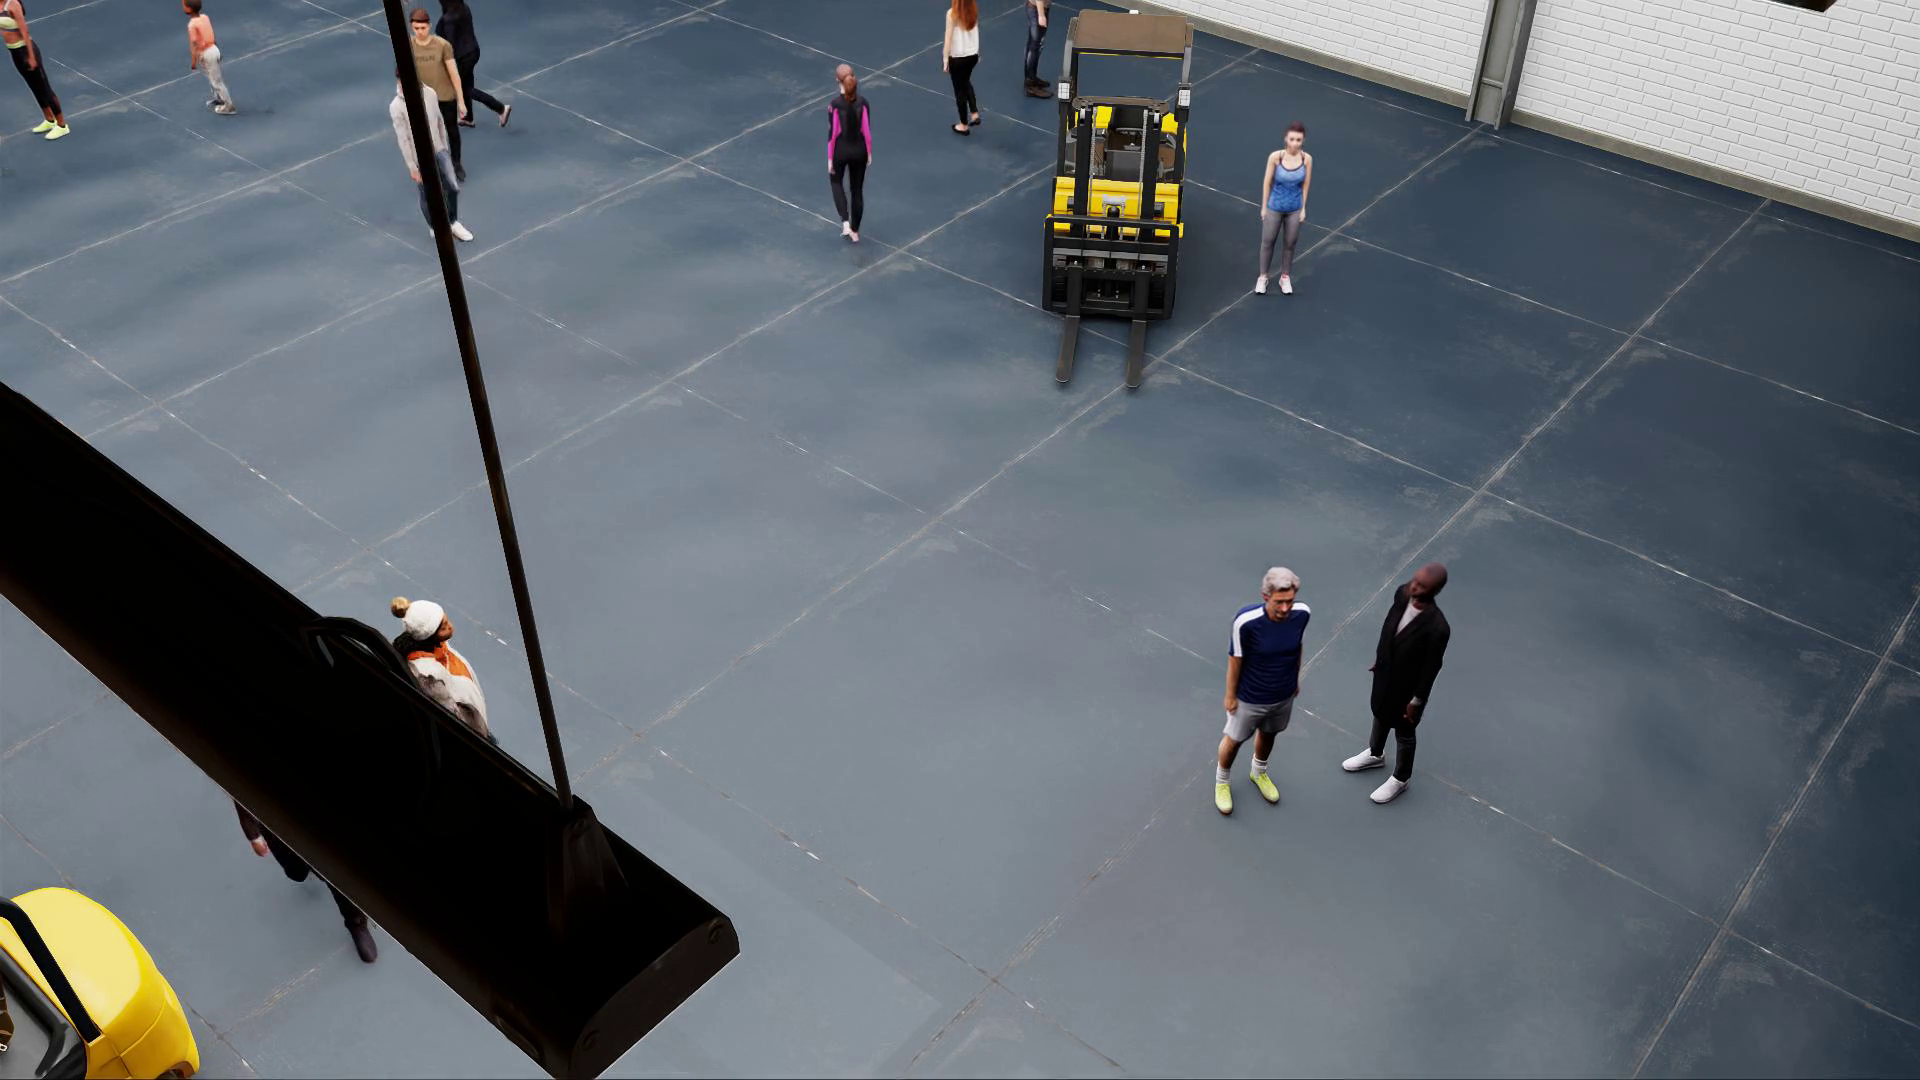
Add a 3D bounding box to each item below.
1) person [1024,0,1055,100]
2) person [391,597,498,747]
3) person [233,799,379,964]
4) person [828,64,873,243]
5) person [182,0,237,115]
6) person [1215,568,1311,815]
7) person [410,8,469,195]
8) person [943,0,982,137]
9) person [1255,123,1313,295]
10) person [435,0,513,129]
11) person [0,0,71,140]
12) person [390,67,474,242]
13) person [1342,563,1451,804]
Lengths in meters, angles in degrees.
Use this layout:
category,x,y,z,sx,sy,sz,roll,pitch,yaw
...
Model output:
category,x,y,z,sx,sy,sz,roll,pitch,yaw
person,0.845,-5.835,18.228,0.819,1.900,0.774,-1,39,-1
person,-3.051,1.072,9.596,0.871,1.879,0.790,-8,39,-10
person,-3.655,1.478,9.121,0.969,1.837,1.225,-19,43,-23
person,-1.017,-3.539,15.489,0.745,1.730,0.807,-9,39,-11
person,-8.054,-5.227,17.951,0.723,1.296,0.635,6,39,8
person,1.802,0.869,9.885,0.715,1.836,0.722,-11,40,-13
person,-5.180,-4.407,16.503,1.038,1.823,1.133,-10,40,-12
person,0.096,-5.023,17.362,0.650,1.711,0.650,-28,46,-30
person,2.896,-2.963,14.864,0.654,1.610,0.726,1,39,1
person,-5.150,-5.063,17.502,1.073,1.600,0.965,2,39,3
person,-9.778,-5.092,17.415,0.455,1.754,0.630,24,45,27
person,-5.043,-3.615,15.500,0.648,1.835,0.676,28,46,30
person,2.678,0.829,9.996,0.779,1.761,0.647,-15,41,-18
